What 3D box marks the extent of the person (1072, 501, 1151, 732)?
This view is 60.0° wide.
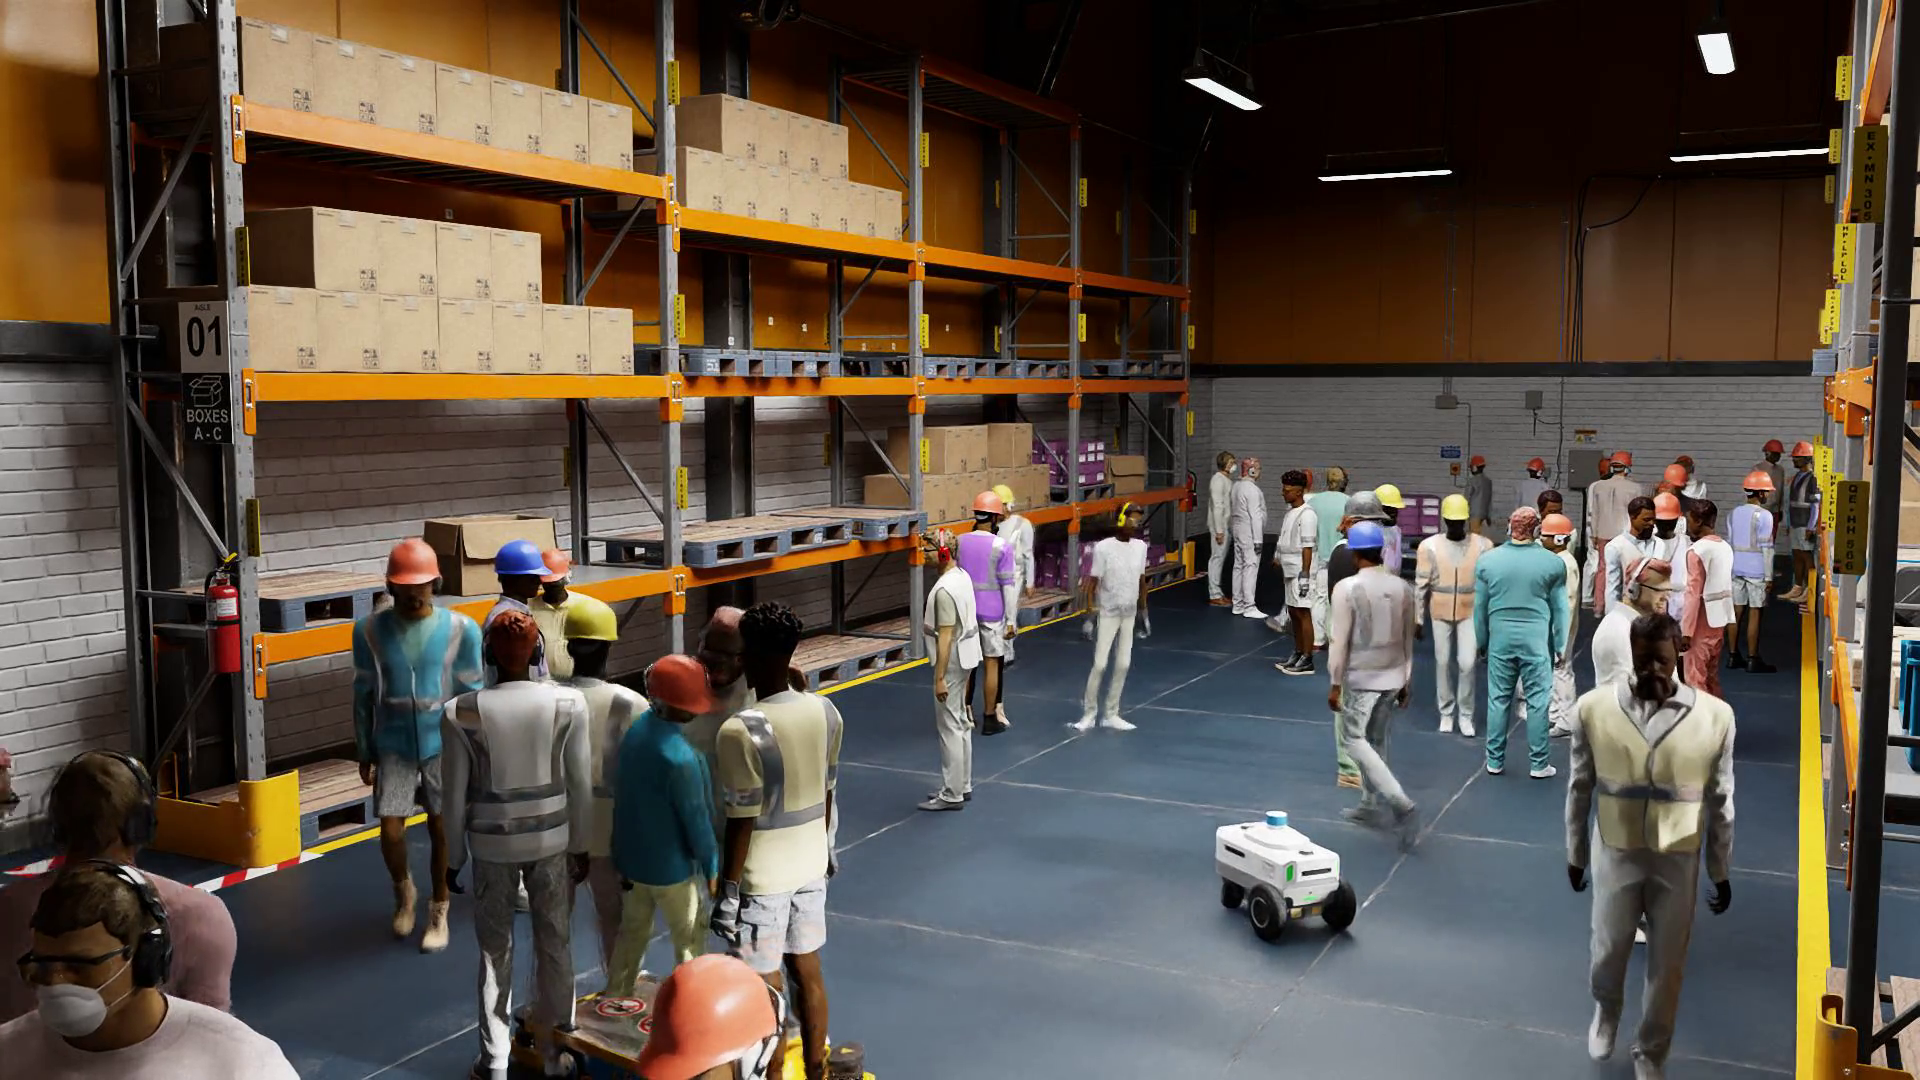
[{"bbox_3d":[1.200,0.618,13.184,0.667,1.840,0.327,-3,6,-27],"label":"person"}]

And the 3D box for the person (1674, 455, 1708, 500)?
[{"bbox_3d":[8.978,-0.112,20.714,0.576,1.885,0.355,3,6,30],"label":"person"}]

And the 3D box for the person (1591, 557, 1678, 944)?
[{"bbox_3d":[3.398,1.030,8.347,0.400,1.901,0.643,4,7,37],"label":"person"}]

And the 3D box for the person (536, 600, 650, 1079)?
[{"bbox_3d":[-1.544,1.180,6.857,0.607,1.871,0.981,0,5,3],"label":"person"}]

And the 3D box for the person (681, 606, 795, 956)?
[{"bbox_3d":[-0.910,1.193,6.756,0.716,1.867,0.650,5,7,44],"label":"person"}]

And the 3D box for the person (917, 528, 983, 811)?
[{"bbox_3d":[-0.057,0.836,10.786,0.394,1.836,0.560,1,5,9],"label":"person"}]

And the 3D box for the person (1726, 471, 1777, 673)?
[{"bbox_3d":[7.603,0.305,15.944,0.359,1.938,0.547,-2,6,-16],"label":"person"}]

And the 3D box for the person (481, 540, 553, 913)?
[{"bbox_3d":[-2.328,0.966,8.768,0.395,1.945,0.618,-1,5,-8],"label":"person"}]

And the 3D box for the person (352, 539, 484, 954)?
[{"bbox_3d":[-2.603,0.998,8.014,0.619,2.026,0.470,-1,5,-13],"label":"person"}]

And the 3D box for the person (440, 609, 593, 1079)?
[{"bbox_3d":[-1.731,1.207,6.527,0.576,1.883,0.354,-2,6,-23],"label":"person"}]

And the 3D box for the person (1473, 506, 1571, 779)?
[{"bbox_3d":[3.942,0.718,11.667,0.649,1.907,0.409,3,6,29],"label":"person"}]

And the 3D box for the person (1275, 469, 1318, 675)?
[{"bbox_3d":[3.223,0.304,15.878,0.370,1.958,0.598,-1,5,-8],"label":"person"}]

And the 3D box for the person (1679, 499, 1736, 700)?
[{"bbox_3d":[5.572,0.647,12.458,0.415,1.907,0.594,5,7,44],"label":"person"}]

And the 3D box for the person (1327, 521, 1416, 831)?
[{"bbox_3d":[2.550,0.849,10.182,0.639,1.923,0.647,-3,6,-30],"label":"person"}]

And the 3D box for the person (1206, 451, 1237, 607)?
[{"bbox_3d":[3.264,-0.141,20.735,0.374,1.939,0.628,2,6,16],"label":"person"}]

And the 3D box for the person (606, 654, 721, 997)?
[{"bbox_3d":[-1.197,1.280,6.729,0.594,1.697,0.375,5,7,44],"label":"person"}]

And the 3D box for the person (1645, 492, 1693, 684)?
[{"bbox_3d":[5.497,0.589,12.989,0.549,1.927,0.414,1,5,13],"label":"person"}]

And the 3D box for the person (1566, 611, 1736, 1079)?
[{"bbox_3d":[2.665,1.209,6.441,0.598,1.901,0.469,2,6,19],"label":"person"}]

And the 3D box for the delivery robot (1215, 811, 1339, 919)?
[{"bbox_3d":[1.612,1.634,8.504,0.477,0.478,0.707,-2,6,-24],"label":"delivery robot"}]

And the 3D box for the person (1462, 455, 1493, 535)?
[{"bbox_3d":[7.610,-0.390,24.537,0.567,1.722,0.772,-5,7,-44],"label":"person"}]

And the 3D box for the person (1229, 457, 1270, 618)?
[{"bbox_3d":[3.436,-0.031,19.694,0.409,1.913,0.648,-1,6,-15],"label":"person"}]

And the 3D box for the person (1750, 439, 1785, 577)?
[{"bbox_3d":[11.562,-0.446,23.794,0.611,1.985,0.412,-2,6,-23],"label":"person"}]

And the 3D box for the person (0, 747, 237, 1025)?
[{"bbox_3d":[-2.015,1.431,4.016,0.634,1.909,0.867,-1,5,-9],"label":"person"}]

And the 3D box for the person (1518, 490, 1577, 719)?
[{"bbox_3d":[4.786,0.536,13.656,0.597,1.907,0.400,-2,6,-20],"label":"person"}]

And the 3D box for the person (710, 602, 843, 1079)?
[{"bbox_3d":[-0.683,1.205,6.105,0.367,1.966,0.607,3,6,32],"label":"person"}]

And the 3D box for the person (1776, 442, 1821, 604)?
[{"bbox_3d":[10.606,-0.214,20.970,0.373,2.044,0.606,0,5,2],"label":"person"}]

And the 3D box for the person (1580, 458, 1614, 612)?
[{"bbox_3d":[7.816,-0.061,20.240,0.355,1.876,0.576,-1,5,-11],"label":"person"}]

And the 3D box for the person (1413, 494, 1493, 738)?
[{"bbox_3d":[3.864,0.592,13.025,0.610,1.902,0.660,2,6,17],"label":"person"}]

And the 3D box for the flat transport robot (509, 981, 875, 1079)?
[{"bbox_3d":[-1.082,2.005,6.520,1.431,0.197,0.652,4,7,38],"label":"flat transport robot"}]

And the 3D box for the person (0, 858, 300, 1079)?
[{"bbox_3d":[-1.477,1.513,2.946,0.630,1.940,0.372,0,5,1],"label":"person"}]

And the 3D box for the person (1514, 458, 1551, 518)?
[{"bbox_3d":[7.919,-0.253,22.927,0.329,1.751,0.570,-4,7,-39],"label":"person"}]

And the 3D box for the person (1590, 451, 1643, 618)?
[{"bbox_3d":[7.736,-0.053,19.562,0.409,1.986,0.621,-5,7,-45],"label":"person"}]

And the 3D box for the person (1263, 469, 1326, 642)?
[{"bbox_3d":[3.633,0.157,18.018,0.932,1.843,0.589,5,7,44],"label":"person"}]

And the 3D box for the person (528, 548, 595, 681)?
[{"bbox_3d":[-2.529,0.915,10.464,0.568,1.738,0.351,-1,5,-10],"label":"person"}]

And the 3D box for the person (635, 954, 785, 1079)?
[{"bbox_3d":[-0.412,1.607,3.216,0.560,1.701,0.920,4,7,37],"label":"person"}]

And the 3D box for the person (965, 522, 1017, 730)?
[{"bbox_3d":[0.208,0.669,13.308,0.542,1.695,0.316,-2,6,-19],"label":"person"}]

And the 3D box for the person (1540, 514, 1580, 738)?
[{"bbox_3d":[4.653,0.668,13.010,0.342,1.751,0.564,1,5,10],"label":"person"}]

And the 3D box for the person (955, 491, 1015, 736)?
[{"bbox_3d":[0.187,0.576,13.109,0.550,1.924,0.391,2,6,25],"label":"person"}]

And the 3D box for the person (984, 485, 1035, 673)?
[{"bbox_3d":[0.341,0.388,15.772,0.610,1.796,0.849,4,6,34],"label":"person"}]

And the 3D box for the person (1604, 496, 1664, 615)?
[{"bbox_3d":[5.207,0.609,12.870,0.598,1.906,0.404,-3,6,-30],"label":"person"}]

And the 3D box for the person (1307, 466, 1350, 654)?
[{"bbox_3d":[3.807,0.212,16.936,0.635,1.937,0.354,5,7,41],"label":"person"}]

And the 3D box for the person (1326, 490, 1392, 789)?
[{"bbox_3d":[2.795,0.672,11.444,0.537,2.000,0.688,2,6,16],"label":"person"}]
